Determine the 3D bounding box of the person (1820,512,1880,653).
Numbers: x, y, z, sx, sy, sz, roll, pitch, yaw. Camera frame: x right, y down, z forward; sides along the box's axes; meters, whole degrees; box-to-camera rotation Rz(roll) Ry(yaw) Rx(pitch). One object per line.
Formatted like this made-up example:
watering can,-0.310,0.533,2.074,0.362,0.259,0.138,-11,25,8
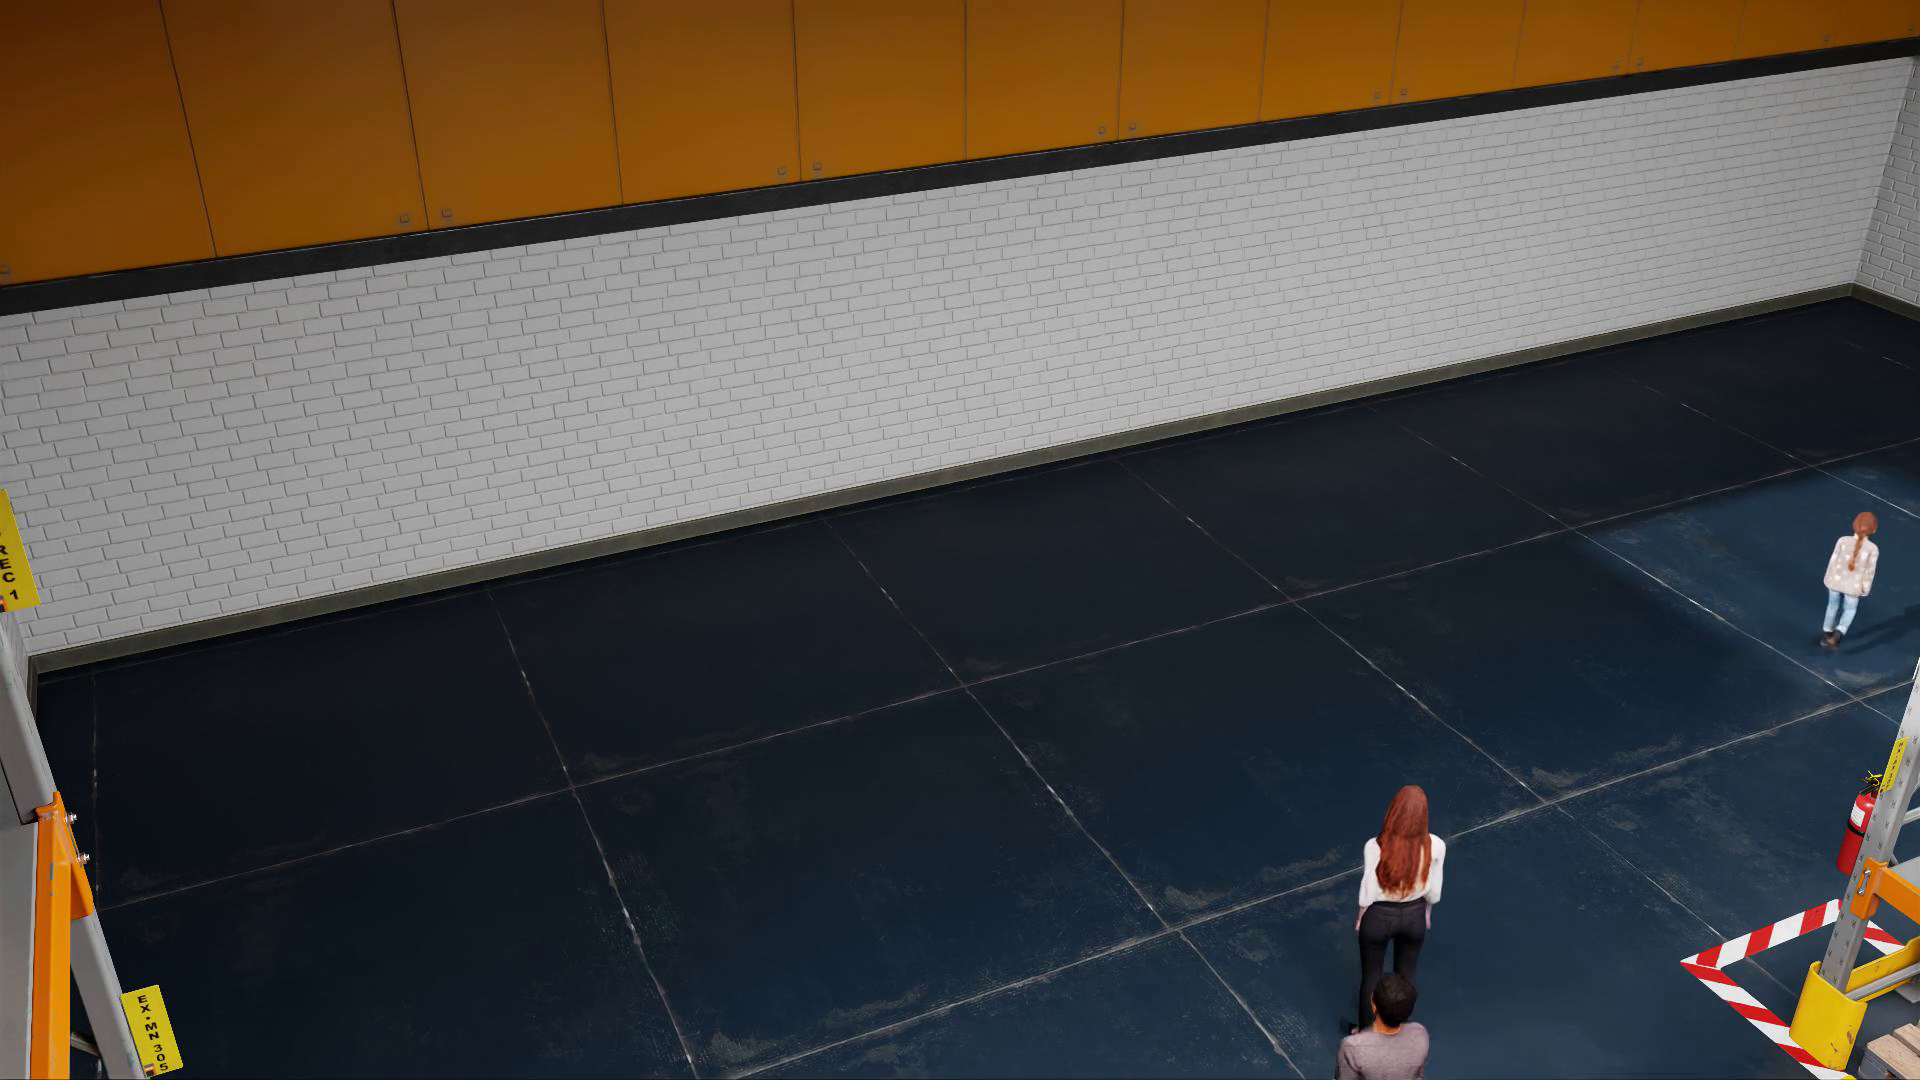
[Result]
person,6.825,0.337,12.813,0.658,1.187,0.686,20,34,32

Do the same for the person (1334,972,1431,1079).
person,1.954,2.801,7.738,1.183,1.723,0.850,-12,31,-21

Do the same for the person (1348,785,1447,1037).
person,2.355,2.072,9.037,0.657,1.759,0.622,-1,29,-2
